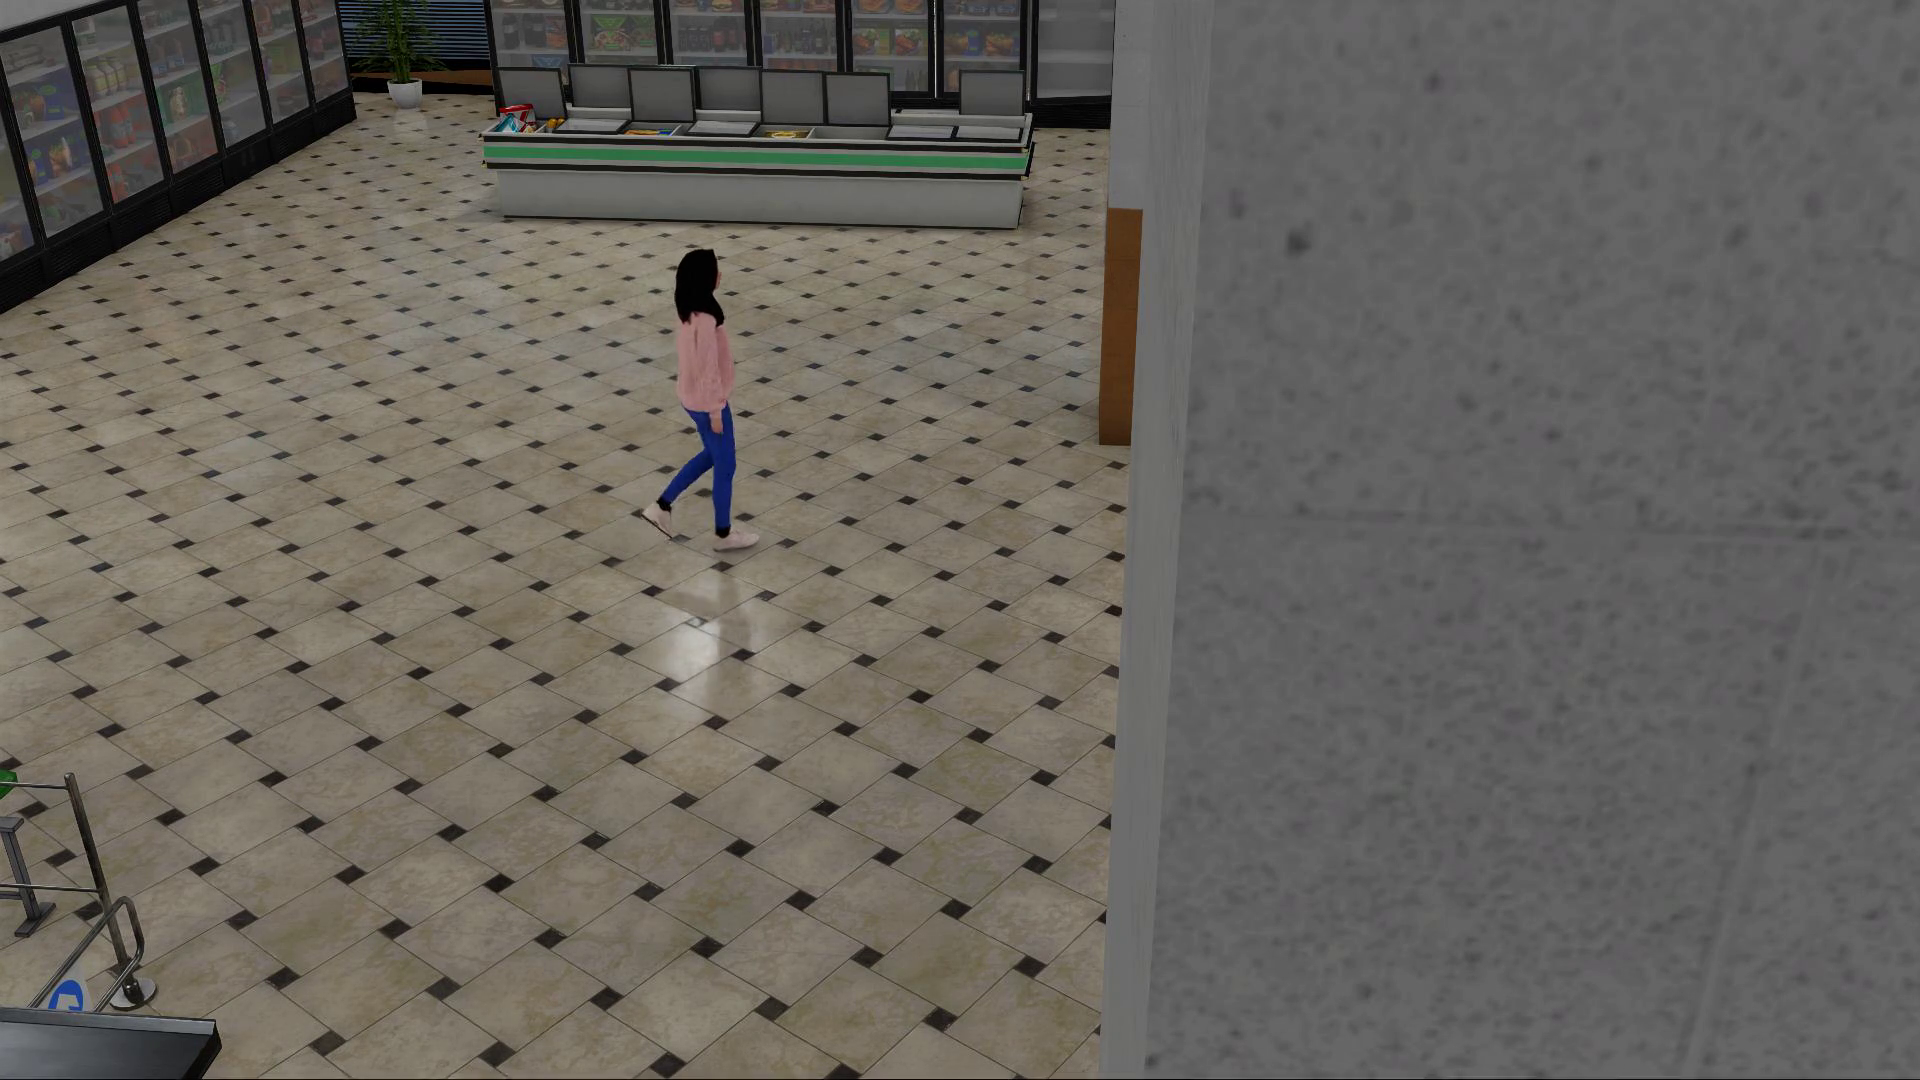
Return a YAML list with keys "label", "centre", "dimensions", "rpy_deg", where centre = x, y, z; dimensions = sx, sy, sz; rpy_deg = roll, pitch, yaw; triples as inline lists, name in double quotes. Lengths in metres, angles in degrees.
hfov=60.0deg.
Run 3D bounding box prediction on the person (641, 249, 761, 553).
- label: "person"
  centre: [-1.461, -0.719, 9.036]
  dimensions: [0.999, 1.757, 0.874]
  rpy_deg: [-10, 29, -19]
